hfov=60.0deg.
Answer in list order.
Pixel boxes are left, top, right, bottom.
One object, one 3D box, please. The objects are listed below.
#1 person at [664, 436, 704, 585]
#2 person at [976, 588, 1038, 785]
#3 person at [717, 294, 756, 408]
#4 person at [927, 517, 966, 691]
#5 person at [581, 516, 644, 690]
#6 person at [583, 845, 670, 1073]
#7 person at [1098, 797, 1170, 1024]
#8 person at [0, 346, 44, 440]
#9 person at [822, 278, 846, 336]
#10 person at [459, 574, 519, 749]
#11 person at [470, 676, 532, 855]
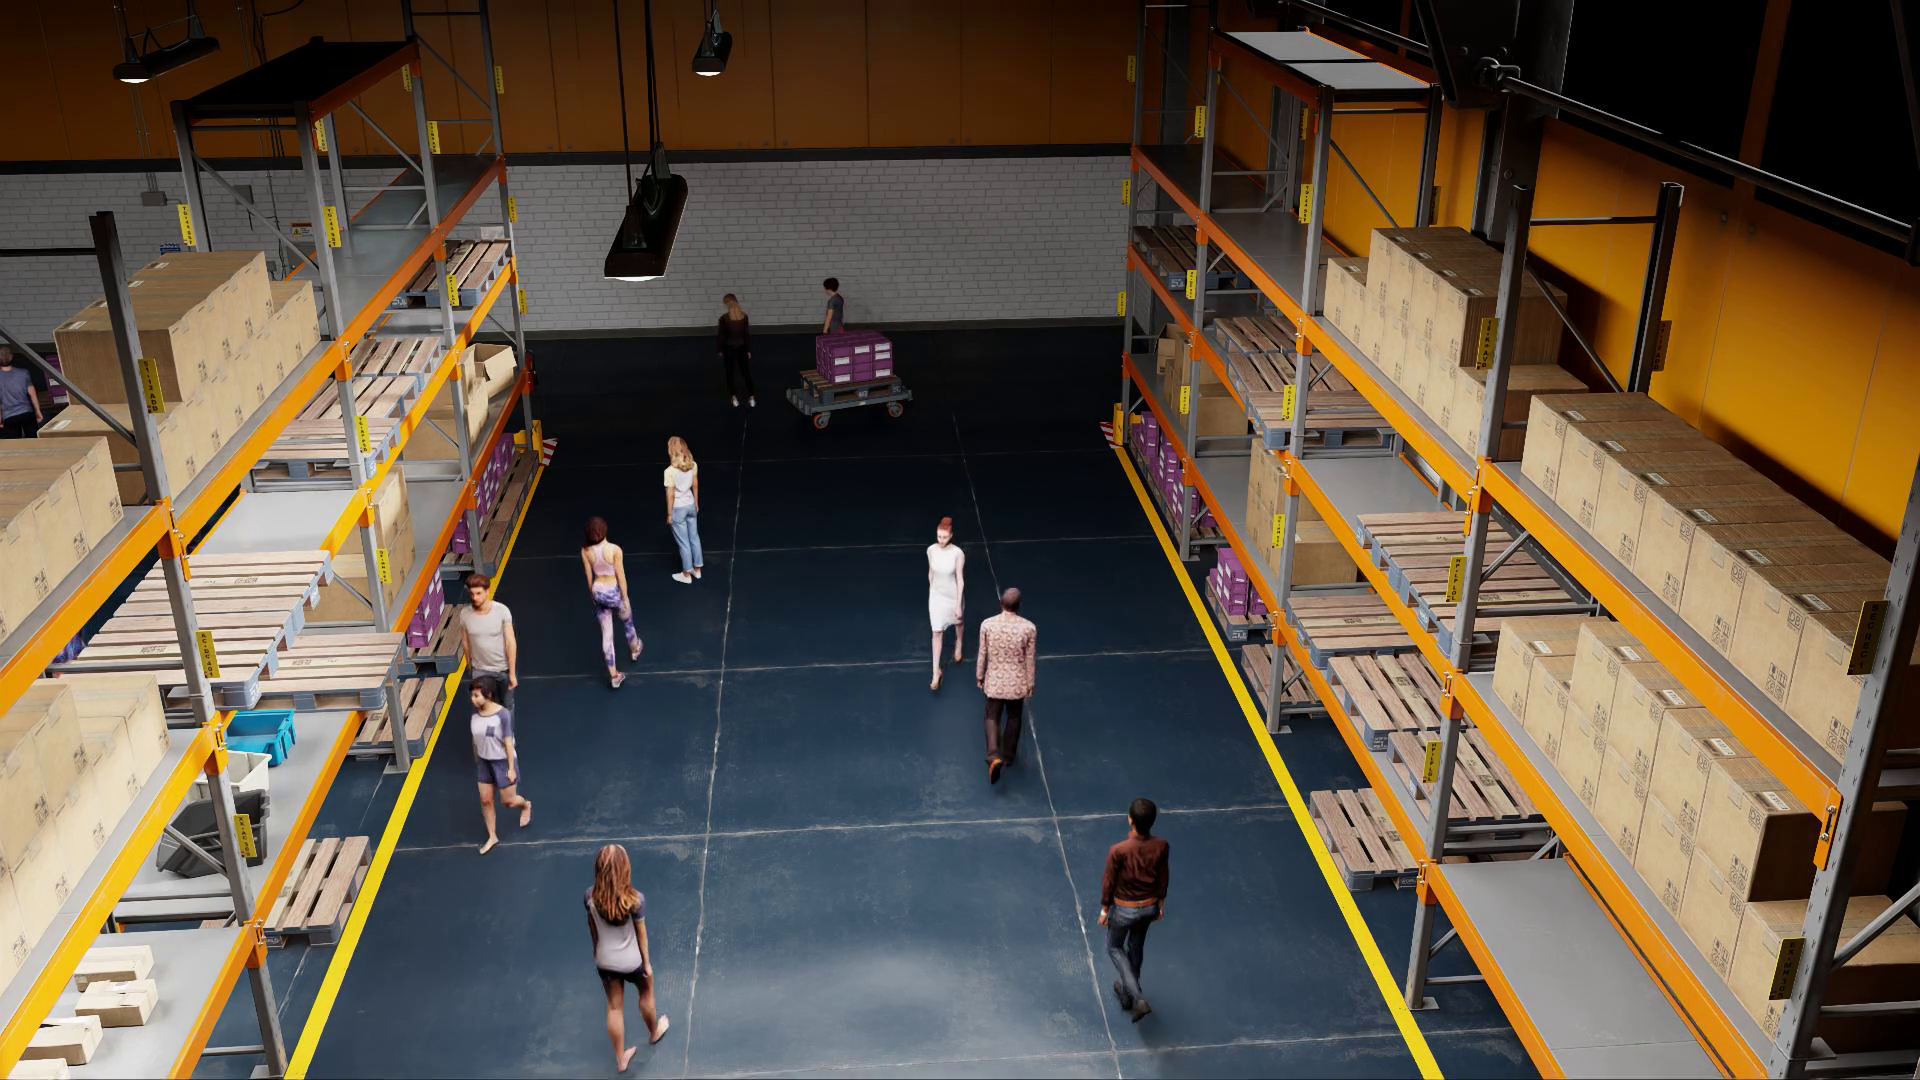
[{"bbox_3d":[-3.107,-0.343,18.645,0.763,1.722,0.690,17,29,33],"label":"person"},{"bbox_3d":[0.415,1.311,14.786,0.771,1.783,1.062,0,24,1],"label":"person"},{"bbox_3d":[-3.274,-2.699,24.098,0.739,1.672,0.743,-8,25,-19],"label":"person"},{"bbox_3d":[-0.084,0.571,16.535,0.893,1.738,1.168,7,25,16],"label":"person"},{"bbox_3d":[-3.479,0.643,16.382,0.701,1.728,1.092,2,24,5],"label":"person"},{"bbox_3d":[-2.326,2.884,11.274,0.755,1.713,0.863,5,24,11],"label":"person"},{"bbox_3d":[1.256,2.651,11.734,0.776,1.771,0.934,-7,25,-16],"label":"person"},{"bbox_3d":[-12.001,-1.555,21.211,0.757,1.888,0.743,-15,27,-30],"label":"person"},{"bbox_3d":[-1.793,-3.122,25.148,0.838,1.606,1.139,4,24,10],"label":"person"},{"bbox_3d":[-4.220,1.131,15.120,0.689,1.845,1.136,-3,24,-8],"label":"person"},{"bbox_3d":[-3.850,1.829,13.896,0.789,1.547,0.911,8,25,17],"label":"person"}]
